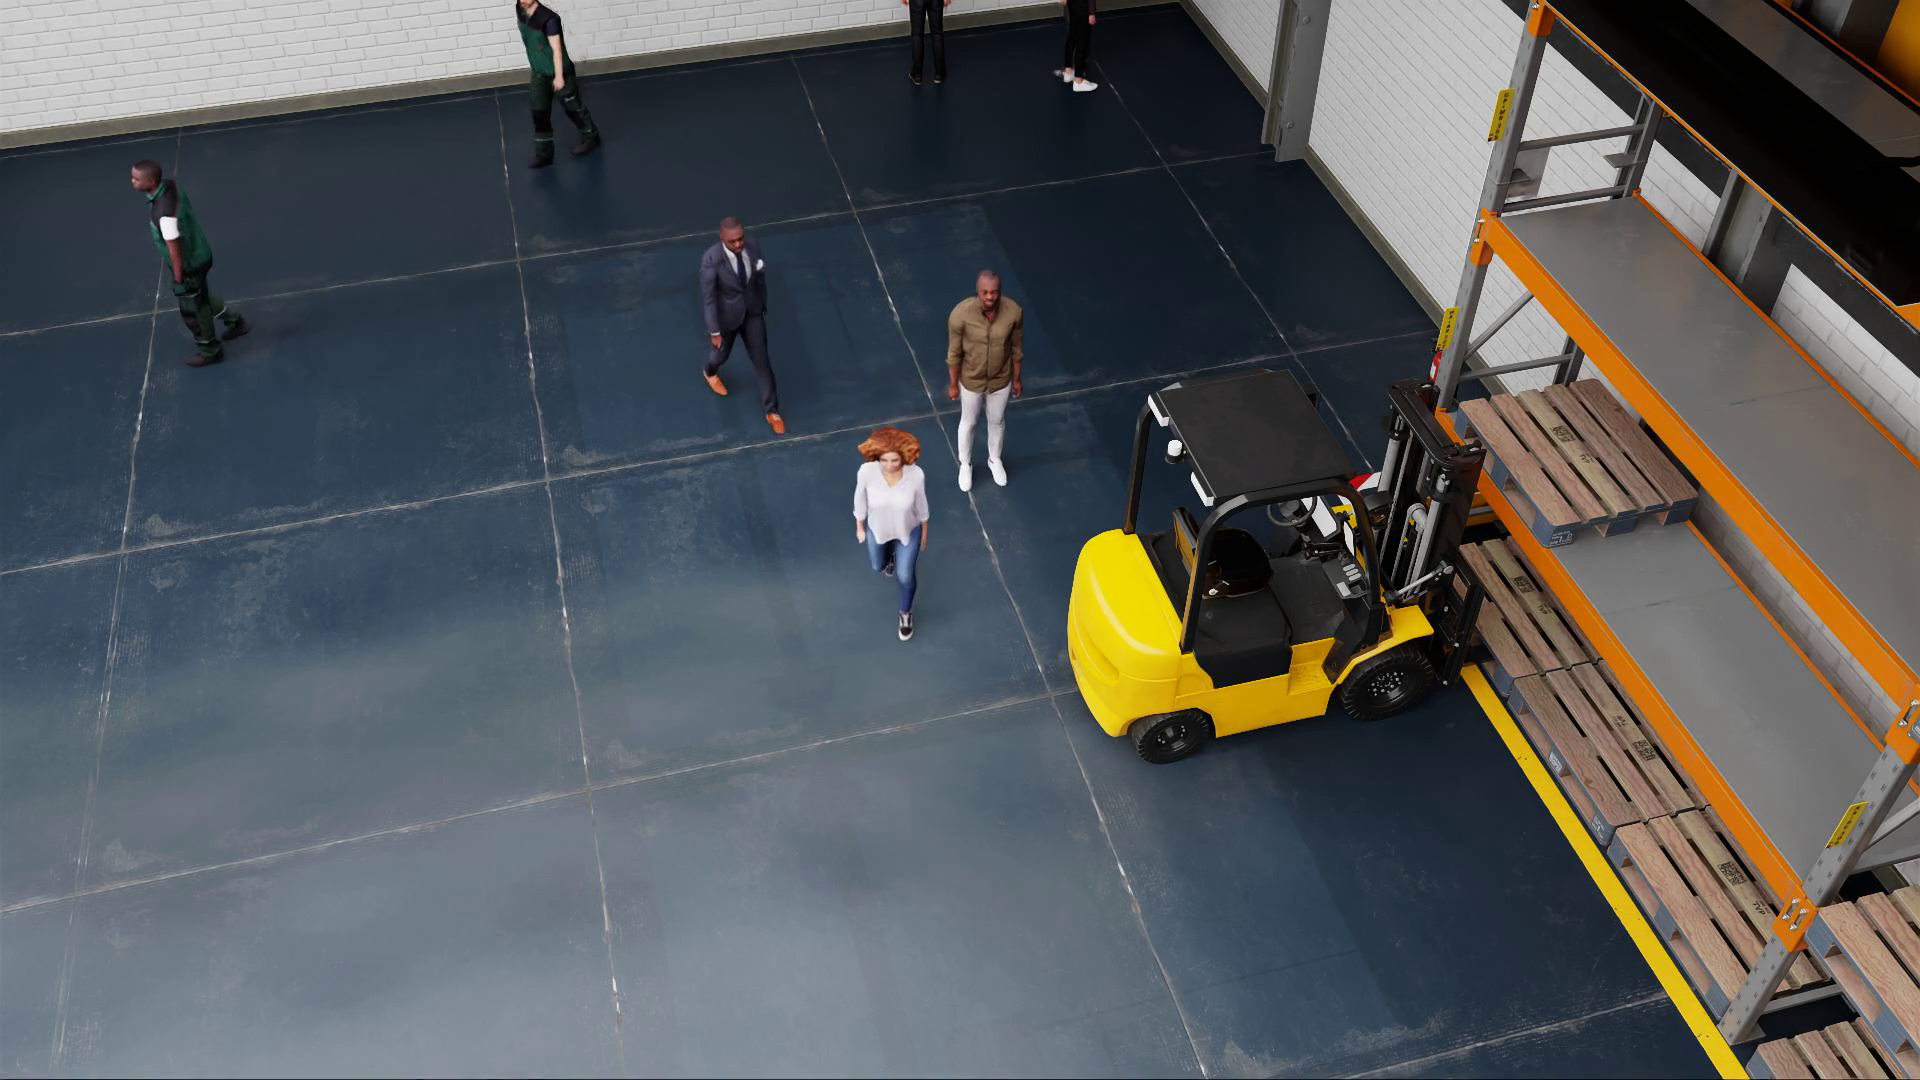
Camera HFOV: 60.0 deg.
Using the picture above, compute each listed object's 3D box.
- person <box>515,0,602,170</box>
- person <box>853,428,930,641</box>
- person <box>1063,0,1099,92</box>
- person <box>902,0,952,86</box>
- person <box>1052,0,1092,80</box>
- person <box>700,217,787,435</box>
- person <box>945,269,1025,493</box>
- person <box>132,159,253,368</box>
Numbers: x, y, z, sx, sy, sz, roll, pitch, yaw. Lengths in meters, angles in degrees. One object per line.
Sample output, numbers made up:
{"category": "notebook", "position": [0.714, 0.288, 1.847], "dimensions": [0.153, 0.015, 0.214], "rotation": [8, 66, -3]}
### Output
{"category": "person", "position": [-3.648, -4.309, 15.124], "dimensions": [1.120, 1.849, 1.136], "rotation": [32, 52, 29]}
{"category": "person", "position": [-0.416, -0.152, 10.880], "dimensions": [0.848, 1.684, 1.031], "rotation": [4, 44, 5]}
{"category": "person", "position": [1.173, -5.217, 16.183], "dimensions": [0.680, 1.704, 0.464], "rotation": [-14, 45, -14]}
{"category": "person", "position": [-0.331, -5.317, 16.223], "dimensions": [0.669, 1.793, 0.572], "rotation": [-4, 44, -5]}
{"category": "person", "position": [1.168, -5.446, 16.303], "dimensions": [0.771, 1.870, 0.691], "rotation": [18, 46, 18]}
{"category": "person", "position": [-1.727, -1.712, 12.438], "dimensions": [1.036, 1.794, 1.339], "rotation": [-30, 51, -27]}
{"category": "person", "position": [0.176, -1.161, 11.835], "dimensions": [0.735, 1.828, 0.594], "rotation": [-7, 44, -7]}
{"category": "person", "position": [-5.936, -2.171, 12.893], "dimensions": [0.787, 1.830, 0.693], "rotation": [-12, 45, -12]}
